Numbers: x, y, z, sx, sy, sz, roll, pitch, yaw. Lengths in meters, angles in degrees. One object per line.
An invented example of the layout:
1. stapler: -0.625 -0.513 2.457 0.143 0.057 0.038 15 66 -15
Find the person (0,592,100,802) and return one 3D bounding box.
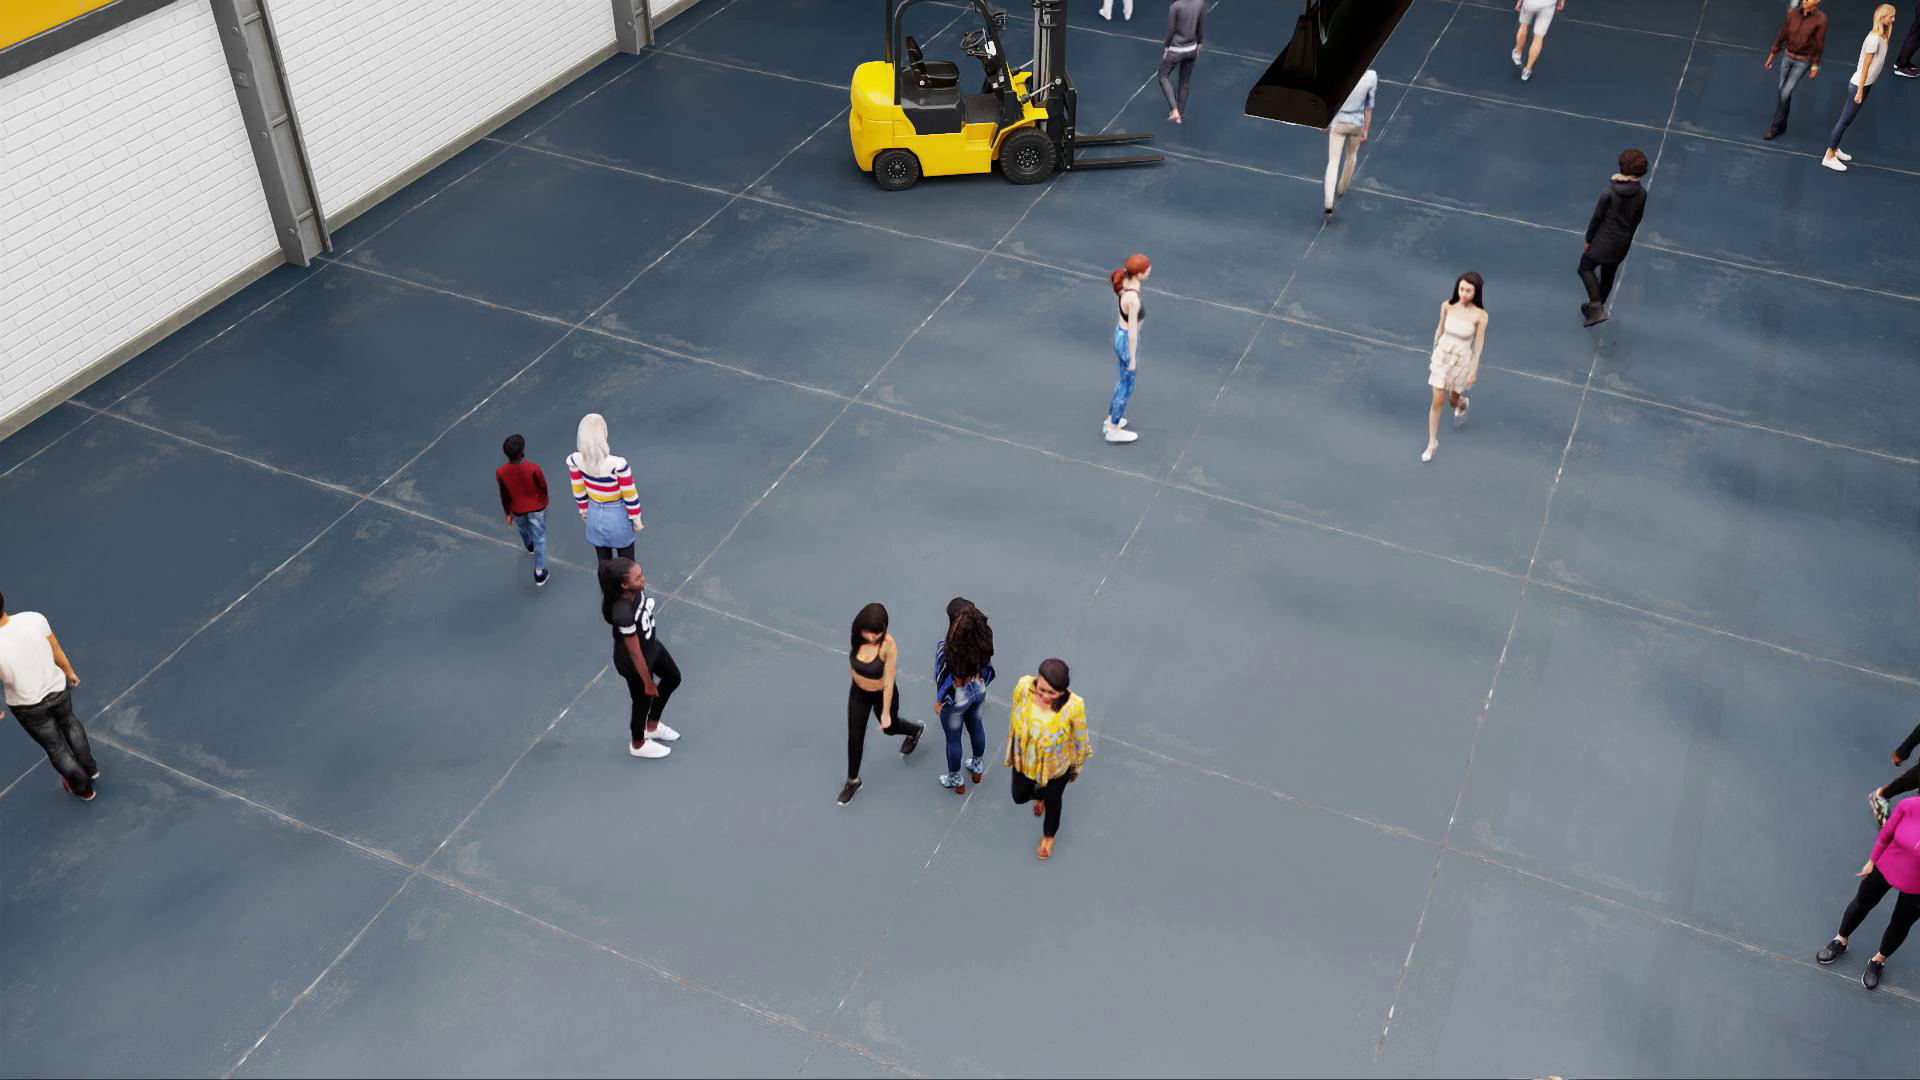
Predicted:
1. person: -5.890 1.016 10.697 0.769 1.796 0.598 23 44 26

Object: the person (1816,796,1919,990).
1. person: 5.473 1.934 9.626 0.664 1.698 0.654 -32 48 -33

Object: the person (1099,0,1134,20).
1. person: 2.071 -7.684 21.511 0.753 1.886 0.770 -5 39 -6

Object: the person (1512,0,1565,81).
1. person: 6.980 -6.442 20.002 0.813 1.828 1.008 10 40 12

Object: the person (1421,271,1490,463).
1. person: 4.157 -1.480 13.878 0.715 1.717 1.002 27 46 29

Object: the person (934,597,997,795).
1. person: 0.014 1.005 10.846 0.645 1.618 0.761 -25 45 -28

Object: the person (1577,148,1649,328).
1. person: 6.052 -2.740 15.415 0.854 1.766 0.954 -4 39 -5

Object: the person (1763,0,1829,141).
1. person: 9.493 -5.415 18.769 0.898 1.762 0.850 -21 43 -24

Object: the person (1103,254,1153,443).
1. person: 1.402 -1.598 13.985 0.736 1.778 0.638 -6 39 -7

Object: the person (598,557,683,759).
1. person: -2.210 0.798 11.025 0.809 1.717 0.730 -1 39 -1

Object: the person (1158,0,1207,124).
1. person: 2.560 -5.567 18.958 0.788 1.763 0.846 -12 40 -14

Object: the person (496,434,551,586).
1. person: -3.298 -0.216 12.687 0.730 1.227 0.935 -2 39 -2

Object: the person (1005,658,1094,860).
1. person: 0.561 1.308 10.448 0.691 1.640 0.766 15 41 18

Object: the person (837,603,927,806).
1. person: -0.500 0.980 10.879 0.565 1.615 1.029 20 43 24

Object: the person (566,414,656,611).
1. person: -2.561 -0.147 12.135 0.690 1.810 0.582 9 40 11

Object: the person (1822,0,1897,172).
1. person: 9.830 -4.963 18.165 0.691 1.809 0.476 22 44 25

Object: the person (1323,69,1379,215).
1. person: 4.015 -4.272 17.296 0.796 1.814 1.228 9 40 11
